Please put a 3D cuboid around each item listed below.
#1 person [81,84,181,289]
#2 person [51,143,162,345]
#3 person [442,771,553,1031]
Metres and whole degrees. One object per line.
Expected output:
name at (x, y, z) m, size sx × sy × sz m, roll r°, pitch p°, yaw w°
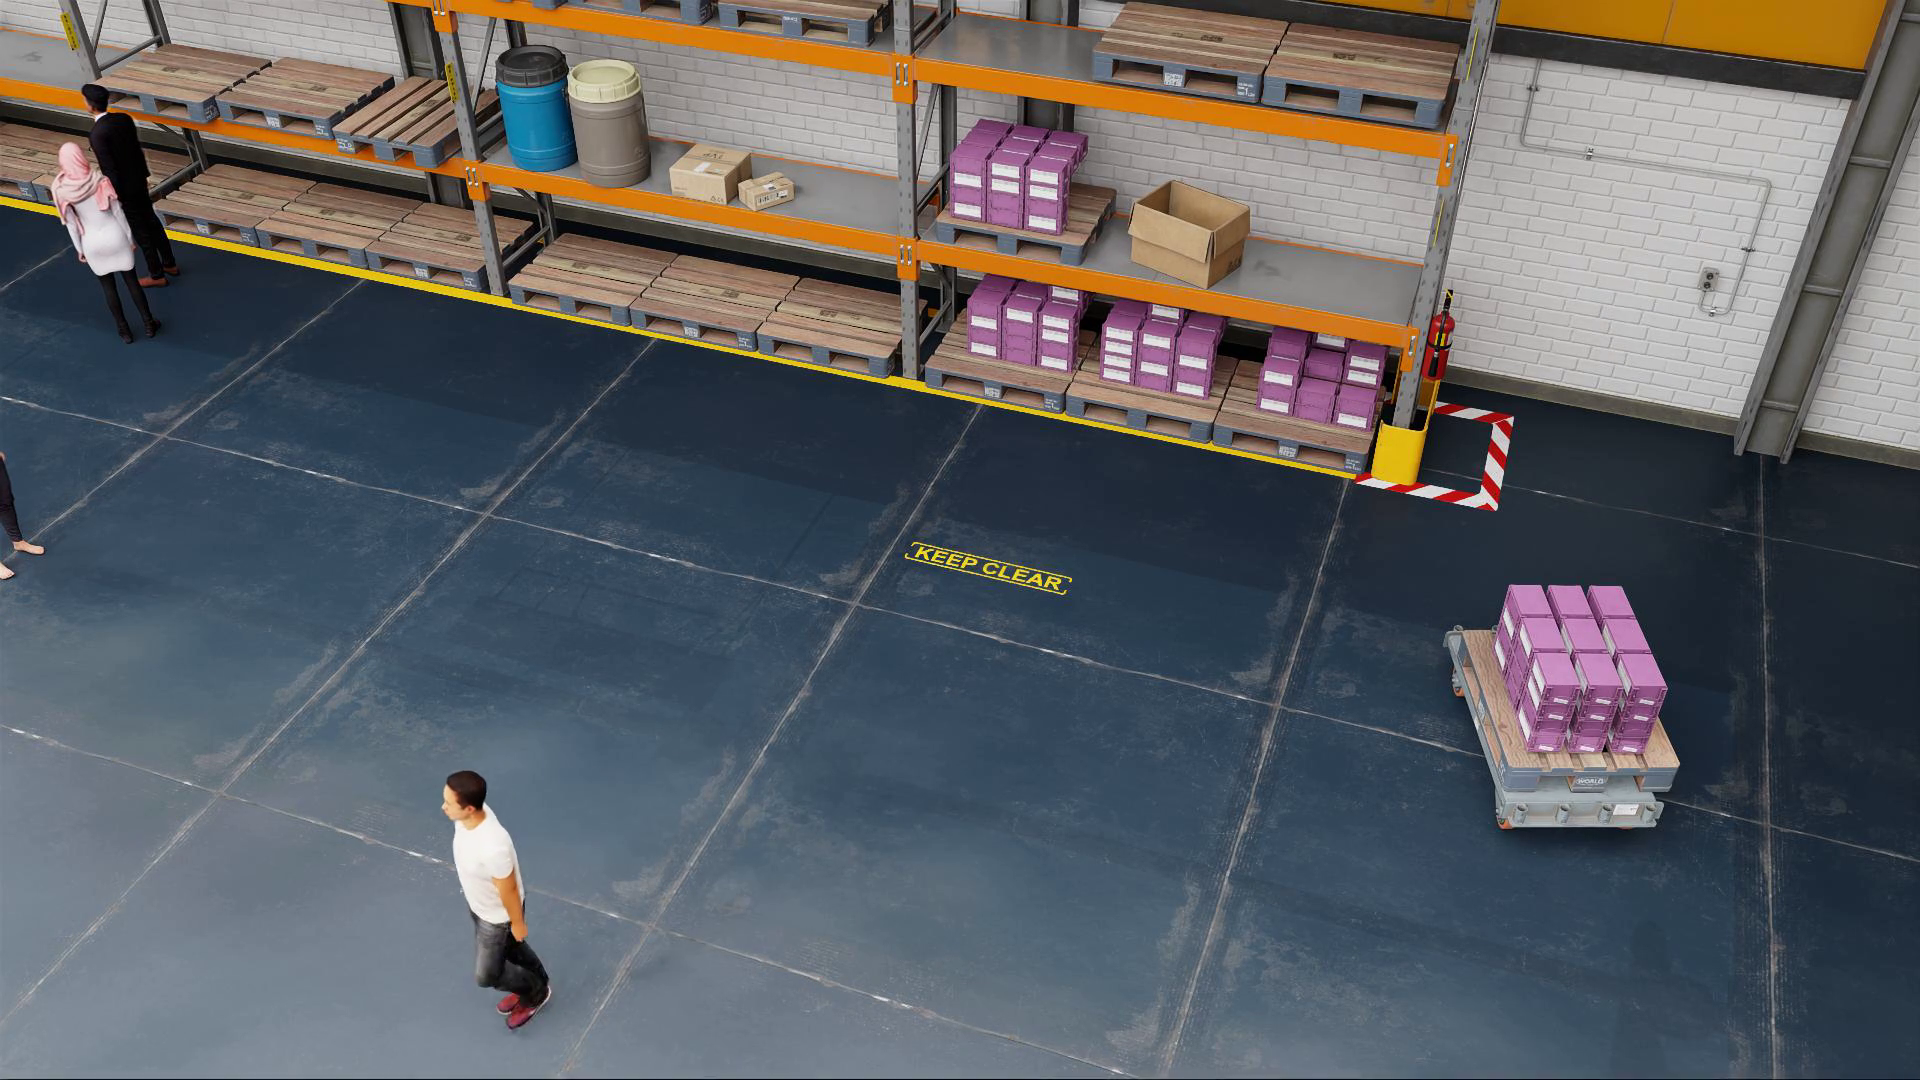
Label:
person at (-7.327, -3.120, 14.650) m, size 0.625 × 1.881 × 0.744 m, roll 5°, pitch 39°, yaw 6°
person at (-7.154, -2.484, 13.916) m, size 0.735 × 1.803 × 0.796 m, roll -16°, pitch 41°, yaw -19°
person at (-2.299, 1.823, 8.537) m, size 0.838 × 1.786 × 0.751 m, roll -24°, pitch 44°, yaw -27°
